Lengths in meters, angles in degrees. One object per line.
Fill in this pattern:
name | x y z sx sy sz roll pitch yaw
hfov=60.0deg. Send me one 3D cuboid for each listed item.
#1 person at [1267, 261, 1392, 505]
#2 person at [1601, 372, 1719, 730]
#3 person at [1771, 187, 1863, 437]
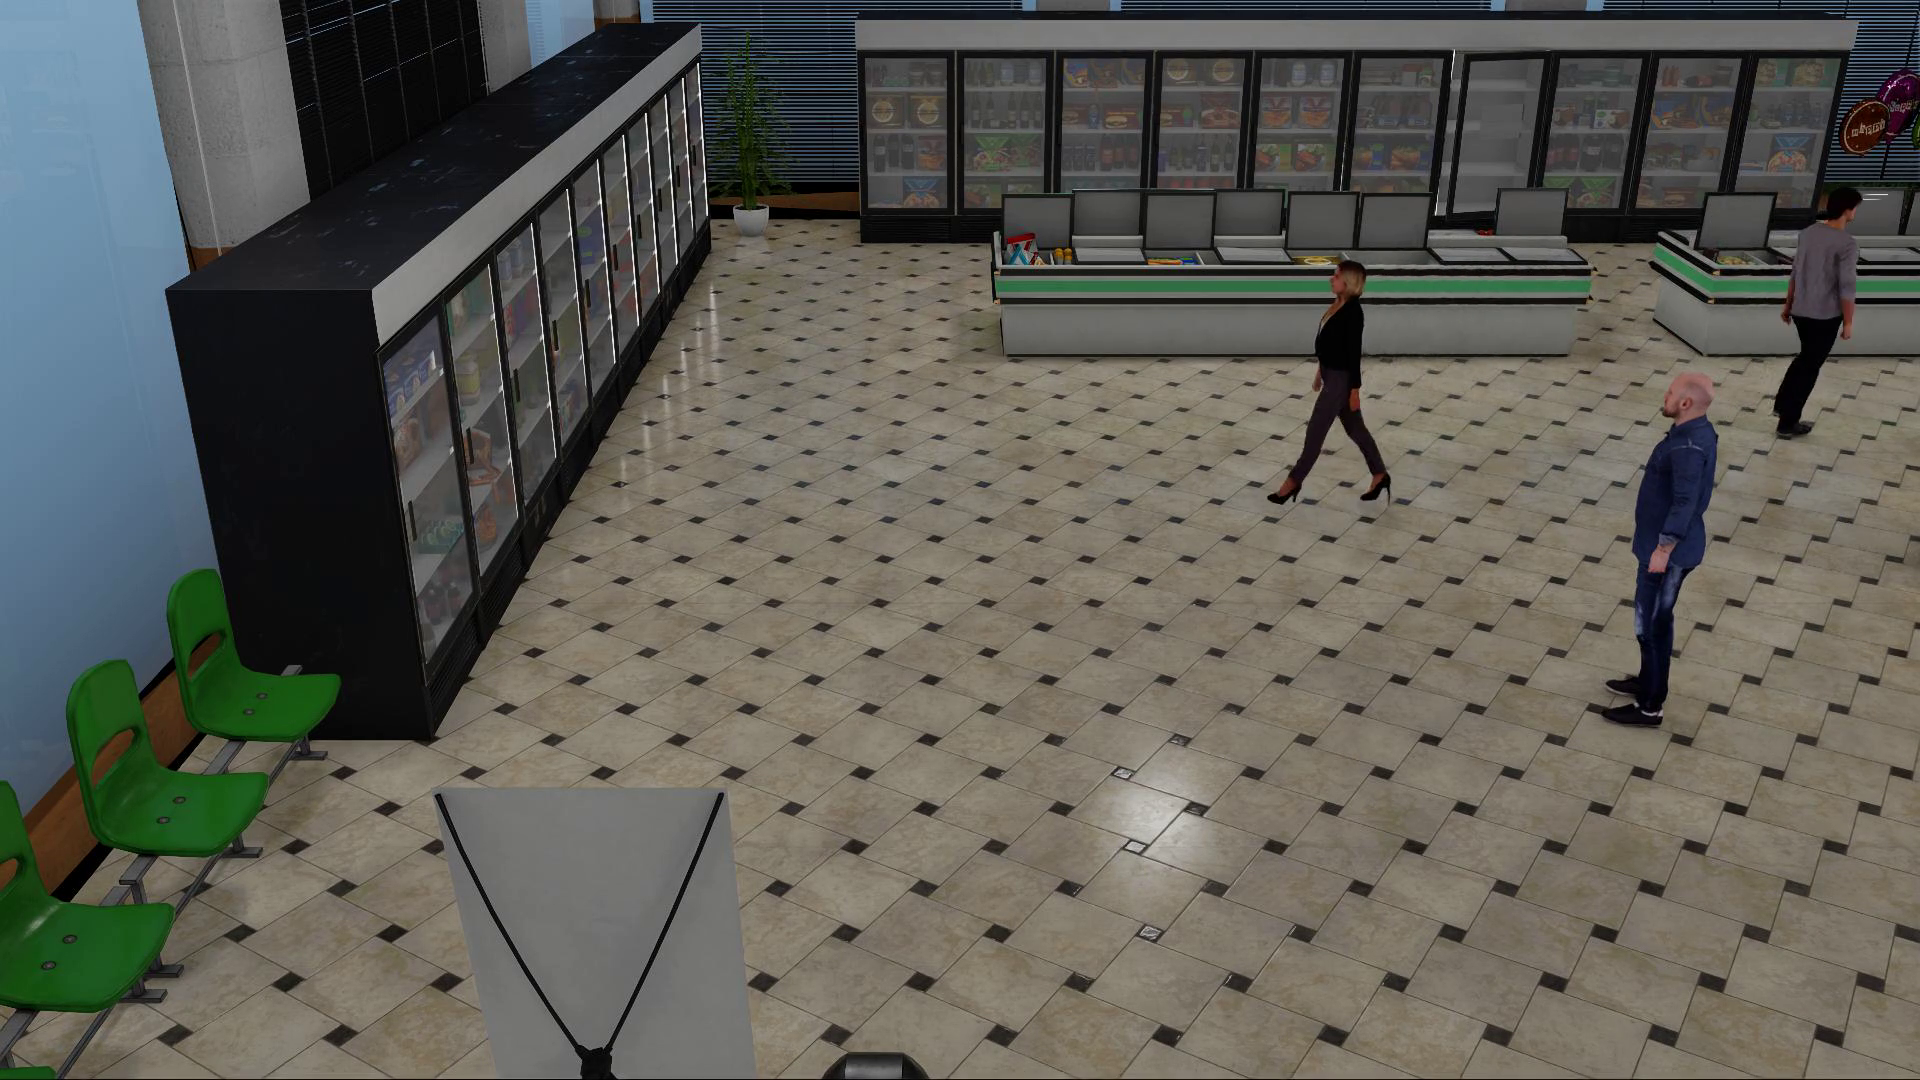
person | 2.542 -0.959 10.735 1.022 1.621 0.615 1 24 1
person | 3.467 0.046 8.182 0.752 1.825 0.800 11 26 23
person | 6.095 -1.619 11.988 0.755 1.824 0.771 -8 25 -17
